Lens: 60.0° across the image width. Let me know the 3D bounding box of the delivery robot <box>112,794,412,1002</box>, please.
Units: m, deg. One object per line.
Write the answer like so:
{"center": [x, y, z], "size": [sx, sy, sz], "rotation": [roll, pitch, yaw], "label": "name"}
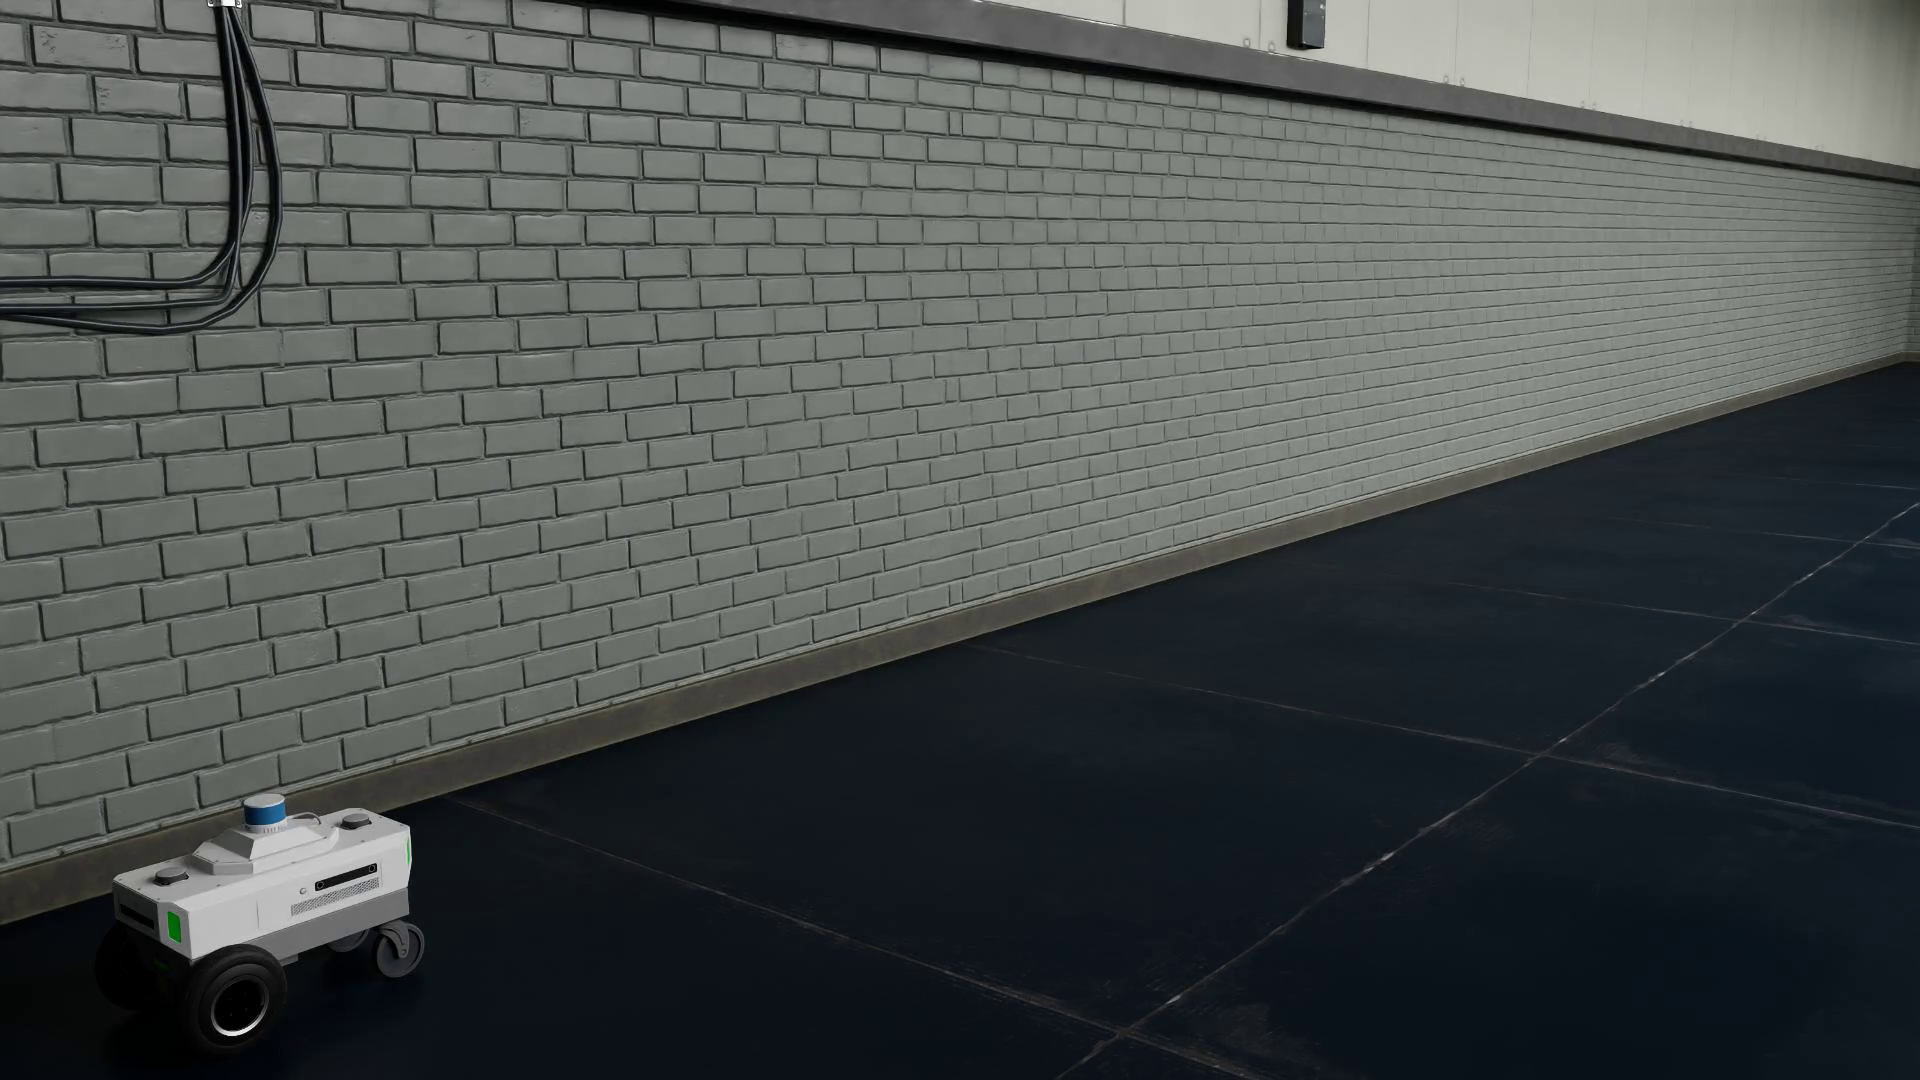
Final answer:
{"center": [-1.825, 0.917, 4.407], "size": [0.477, 0.478, 0.707], "rotation": [8, 13, 38], "label": "delivery robot"}
